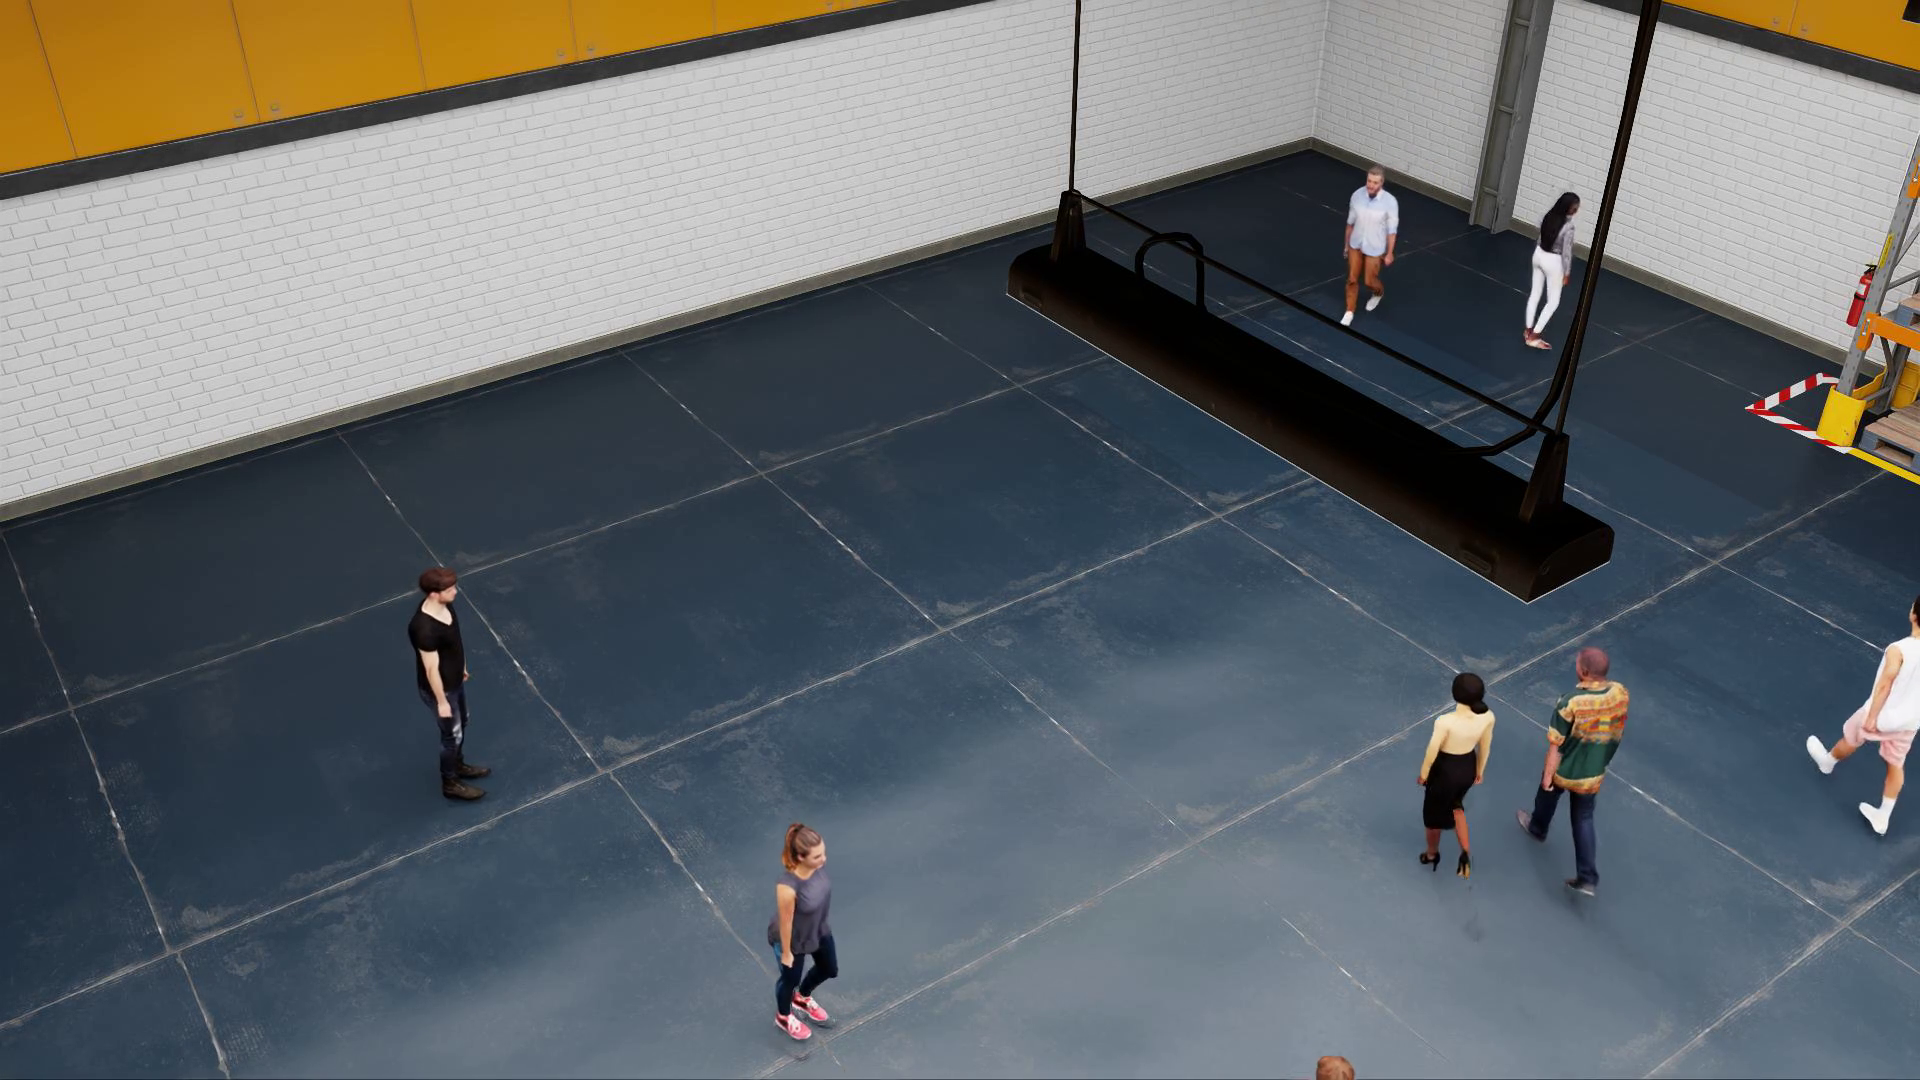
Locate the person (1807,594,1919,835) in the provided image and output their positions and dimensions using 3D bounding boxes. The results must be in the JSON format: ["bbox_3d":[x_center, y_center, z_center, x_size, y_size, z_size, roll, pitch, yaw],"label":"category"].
[{"bbox_3d":[6.336,1.216,11.197,0.989,1.734,1.211,-4,34,-6],"label":"person"}]

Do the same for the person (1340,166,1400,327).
[{"bbox_3d":[4.374,-3.161,17.724,0.948,1.799,0.950,23,40,31],"label":"person"}]

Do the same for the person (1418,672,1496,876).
[{"bbox_3d":[3.207,1.578,10.735,0.713,1.643,0.819,-7,34,-11],"label":"person"}]

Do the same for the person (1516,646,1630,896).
[{"bbox_3d":[4.032,1.505,10.729,1.000,1.770,1.272,-6,34,-9],"label":"person"}]

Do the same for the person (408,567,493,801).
[{"bbox_3d":[-3.562,0.992,11.406,0.851,1.876,0.755,-1,34,-1],"label":"person"}]

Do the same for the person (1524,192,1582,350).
[{"bbox_3d":[6.129,-2.871,17.376,0.808,1.699,0.594,-24,40,-31],"label":"person"}]

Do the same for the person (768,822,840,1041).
[{"bbox_3d":[-0.939,2.279,9.628,0.733,1.701,0.663,21,39,29],"label":"person"}]
